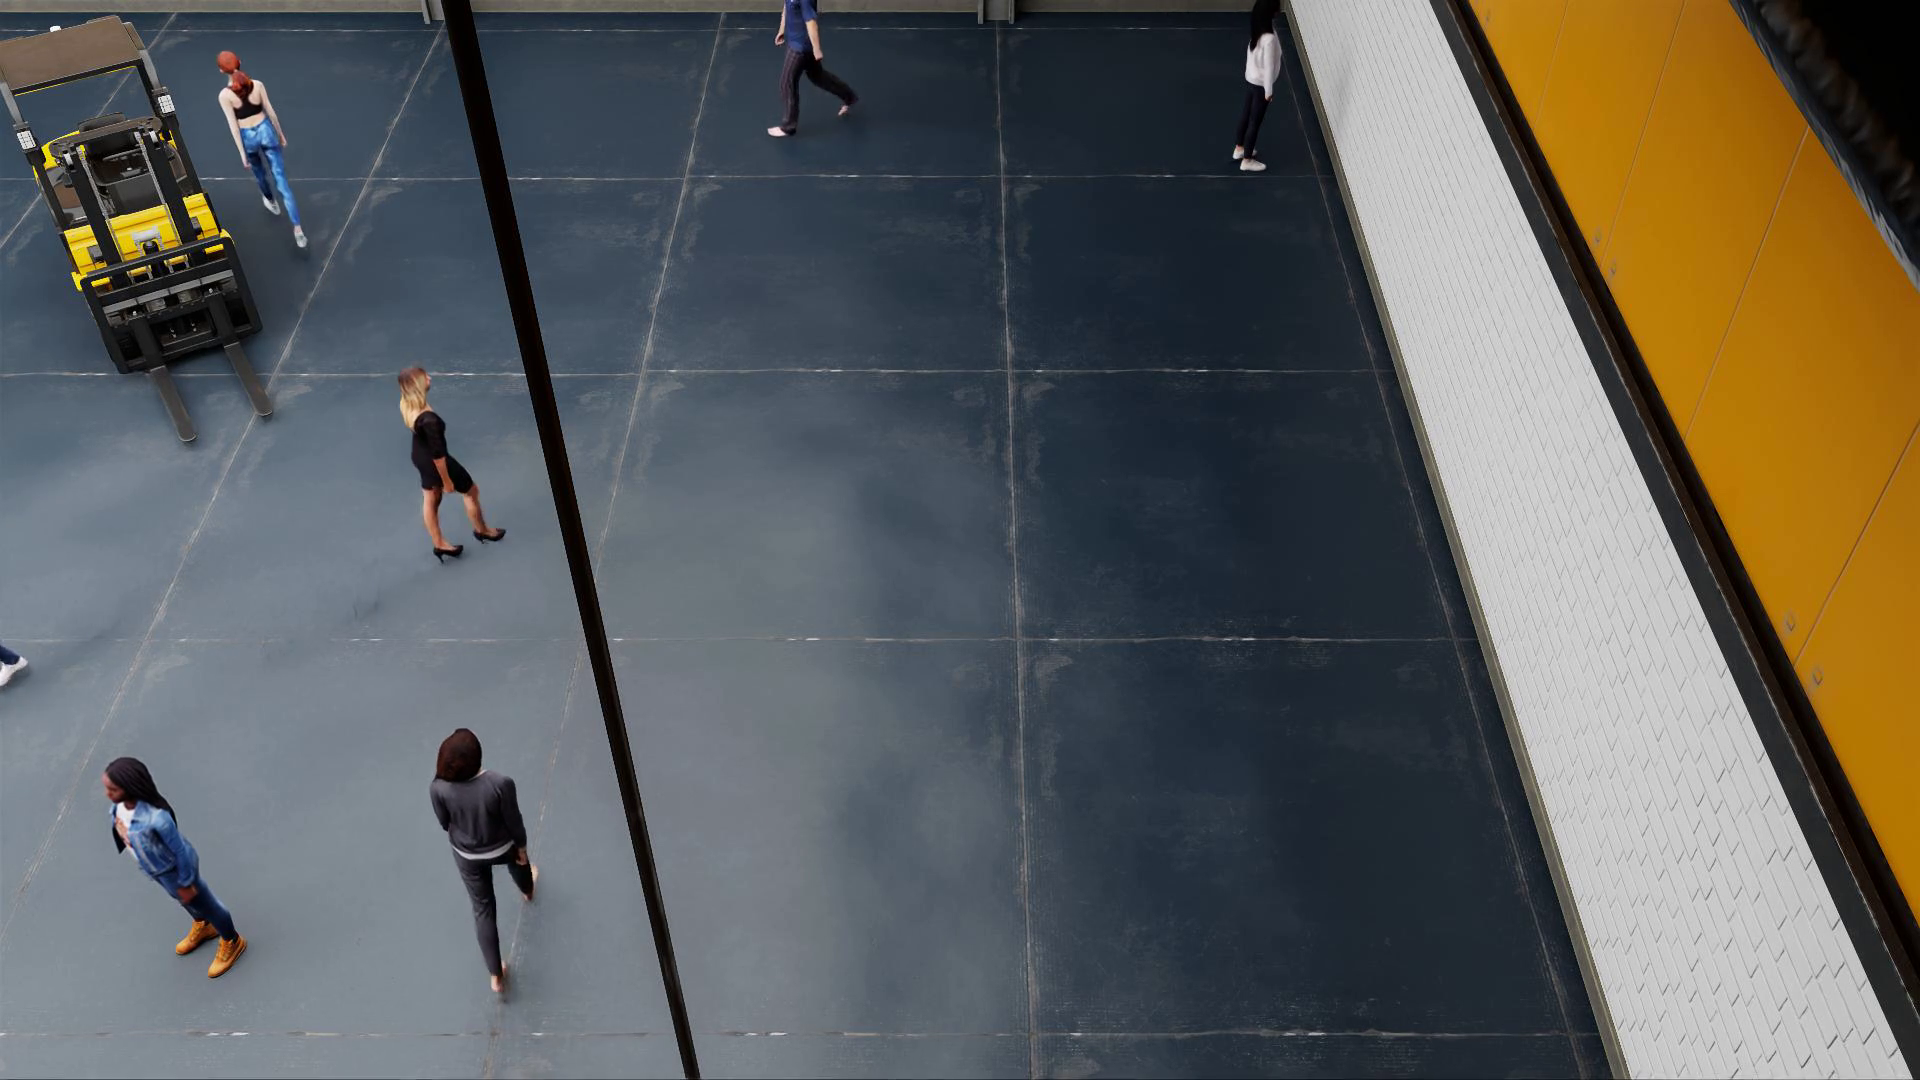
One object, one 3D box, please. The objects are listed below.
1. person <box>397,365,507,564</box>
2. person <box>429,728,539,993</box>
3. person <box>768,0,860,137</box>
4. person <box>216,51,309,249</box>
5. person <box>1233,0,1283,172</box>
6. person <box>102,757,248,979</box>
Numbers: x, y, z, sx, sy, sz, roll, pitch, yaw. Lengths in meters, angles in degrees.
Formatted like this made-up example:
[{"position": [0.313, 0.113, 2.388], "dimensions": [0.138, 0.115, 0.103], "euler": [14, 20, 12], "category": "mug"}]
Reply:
[{"position": [-3.680, -0.469, 11.442], "dimensions": [0.868, 1.659, 0.806], "euler": [-34, 53, -30], "category": "person"}, {"position": [-2.594, 1.738, 9.073], "dimensions": [1.104, 1.730, 0.833], "euler": [-8, 44, -8], "category": "person"}, {"position": [-1.401, -4.731, 15.788], "dimensions": [1.234, 1.834, 0.846], "euler": [-9, 44, -10], "category": "person"}, {"position": [-6.013, -3.335, 14.402], "dimensions": [1.263, 1.725, 1.161], "euler": [-25, 49, -24], "category": "person"}, {"position": [2.757, -4.250, 15.380], "dimensions": [0.602, 1.701, 0.658], "euler": [-7, 44, -8], "category": "person"}, {"position": [-4.300, 1.758, 9.066], "dimensions": [0.647, 1.712, 0.739], "euler": [28, 50, 26], "category": "person"}]
